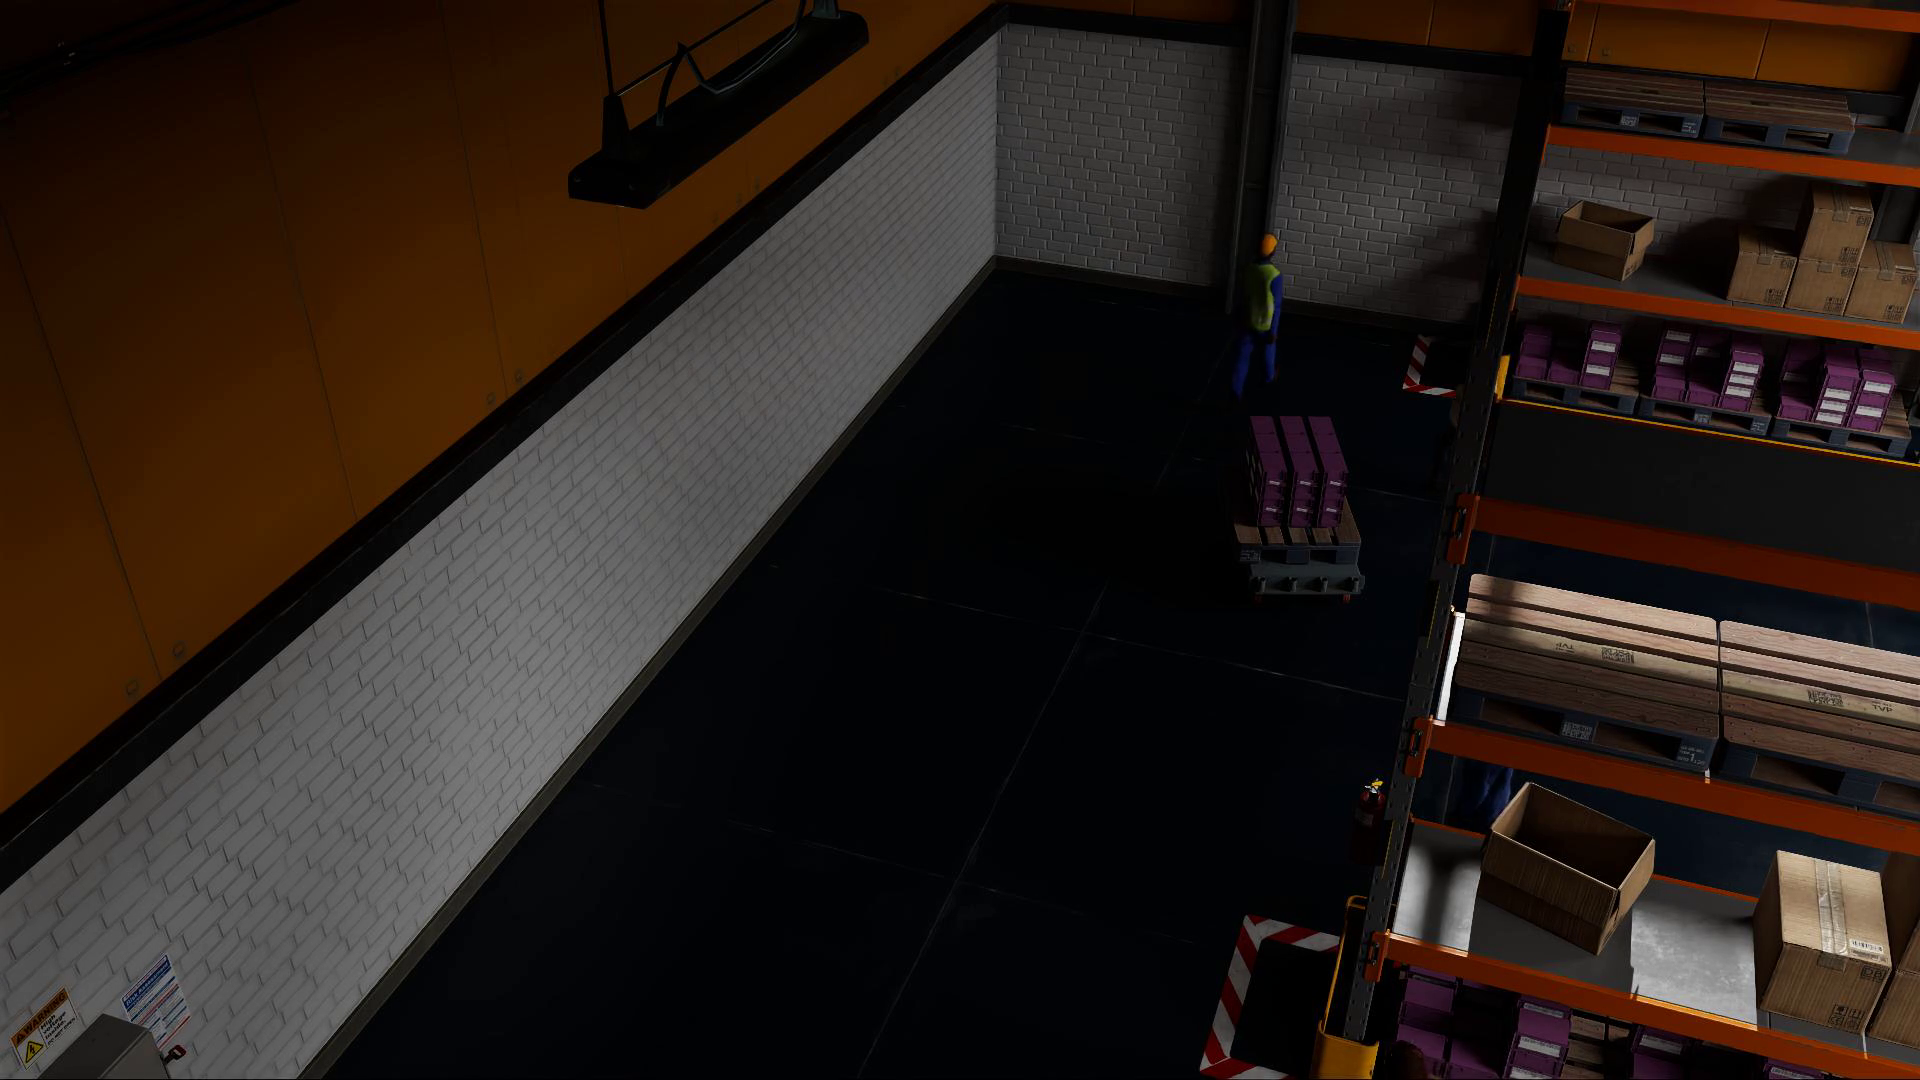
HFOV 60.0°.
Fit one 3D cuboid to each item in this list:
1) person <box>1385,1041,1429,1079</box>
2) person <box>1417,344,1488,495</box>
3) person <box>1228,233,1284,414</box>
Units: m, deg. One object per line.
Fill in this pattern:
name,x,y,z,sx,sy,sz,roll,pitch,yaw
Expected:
person,2.266,3.148,8.518,0.637,1.467,0.628,17,37,23
person,4.526,-1.004,14.678,1.066,1.563,0.805,25,41,32
person,2.831,-2.064,16.085,1.219,1.770,0.924,19,38,26
